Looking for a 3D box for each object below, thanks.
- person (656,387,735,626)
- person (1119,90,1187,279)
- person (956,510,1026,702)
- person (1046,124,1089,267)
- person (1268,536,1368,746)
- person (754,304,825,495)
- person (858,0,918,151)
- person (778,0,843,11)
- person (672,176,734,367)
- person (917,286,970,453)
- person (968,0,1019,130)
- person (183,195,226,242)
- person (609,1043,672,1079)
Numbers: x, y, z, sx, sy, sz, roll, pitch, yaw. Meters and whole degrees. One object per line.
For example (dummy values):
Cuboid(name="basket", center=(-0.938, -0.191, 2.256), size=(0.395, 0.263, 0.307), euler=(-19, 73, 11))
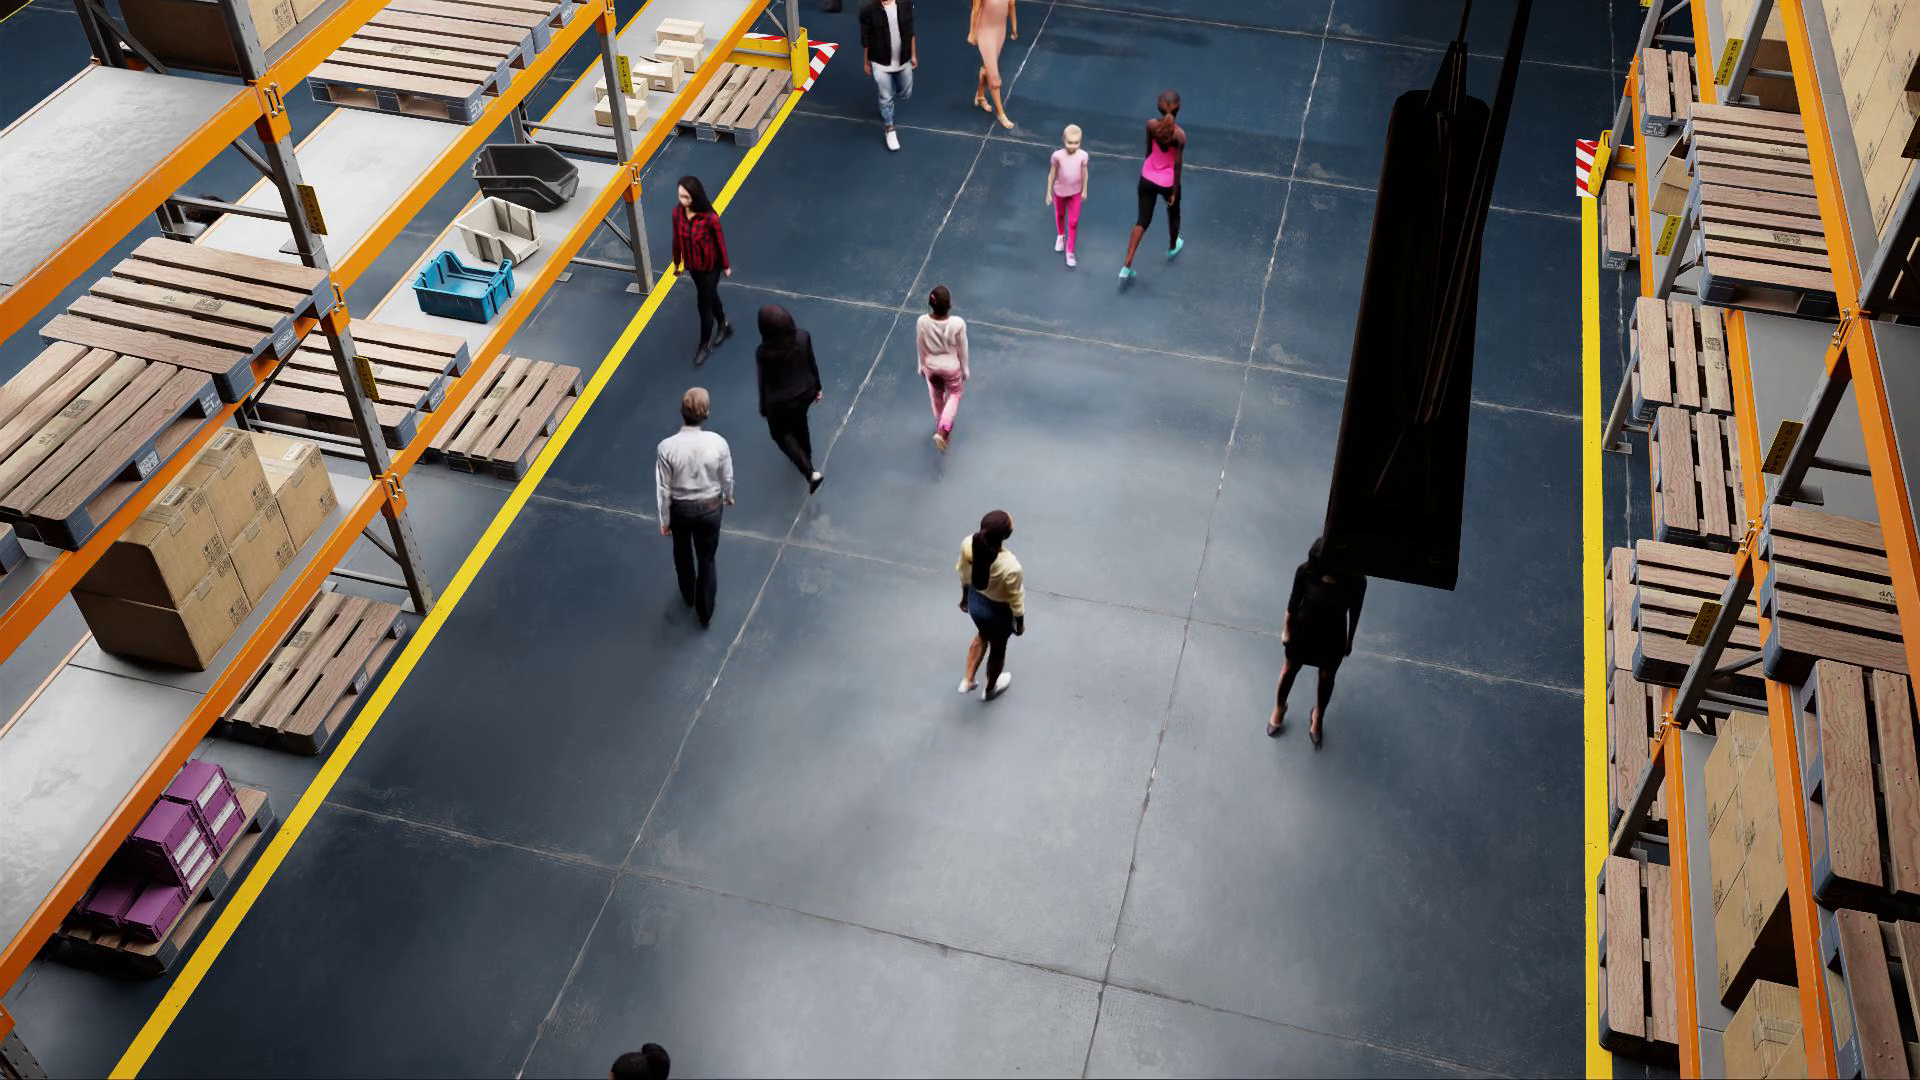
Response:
Cuboid(name="person", center=(-1.785, -0.158, 11.134), size=(0.838, 1.771, 0.888), euler=(-15, 46, -16))
Cuboid(name="person", center=(1.638, -2.983, 14.160), size=(0.741, 1.686, 1.161), euler=(22, 48, 22))
Cuboid(name="person", center=(0.146, 0.476, 10.577), size=(0.770, 1.620, 0.804), euler=(30, 51, 27))
Cuboid(name="person", center=(0.942, -3.100, 14.597), size=(0.626, 1.254, 0.820), euler=(1, 44, 2))
Cuboid(name="person", center=(2.221, 0.606, 10.308), size=(0.592, 1.804, 0.503), euler=(12, 45, 12))
Cuboid(name="person", center=(-1.216, -1.002, 12.148), size=(0.946, 1.594, 0.952), euler=(-31, 52, -29))
Cuboid(name="person", center=(-0.693, -4.663, 15.850), size=(0.990, 1.788, 1.085), euler=(-14, 45, -15))
Cuboid(name="person", center=(-1.465, -6.443, 17.751), size=(0.832, 1.744, 0.969), euler=(1, 44, 1))
Cuboid(name="person", center=(-2.033, -2.271, 13.450), size=(0.695, 1.636, 0.859), euler=(19, 47, 19))
Cuboid(name="person", center=(-0.135, -1.289, 12.564), size=(0.575, 1.436, 0.804), euler=(8, 44, 8))
Cuboid(name="person", center=(0.250, -4.956, 16.145), size=(0.994, 1.806, 0.993), euler=(-30, 51, -28))
Cuboid(name="person", center=(-5.572, -1.915, 12.959), size=(0.743, 1.796, 1.011), euler=(7, 44, 7))
Cuboid(name="person", center=(-1.451, 2.931, 7.896), size=(0.676, 1.764, 0.682), euler=(30, 51, 28))
